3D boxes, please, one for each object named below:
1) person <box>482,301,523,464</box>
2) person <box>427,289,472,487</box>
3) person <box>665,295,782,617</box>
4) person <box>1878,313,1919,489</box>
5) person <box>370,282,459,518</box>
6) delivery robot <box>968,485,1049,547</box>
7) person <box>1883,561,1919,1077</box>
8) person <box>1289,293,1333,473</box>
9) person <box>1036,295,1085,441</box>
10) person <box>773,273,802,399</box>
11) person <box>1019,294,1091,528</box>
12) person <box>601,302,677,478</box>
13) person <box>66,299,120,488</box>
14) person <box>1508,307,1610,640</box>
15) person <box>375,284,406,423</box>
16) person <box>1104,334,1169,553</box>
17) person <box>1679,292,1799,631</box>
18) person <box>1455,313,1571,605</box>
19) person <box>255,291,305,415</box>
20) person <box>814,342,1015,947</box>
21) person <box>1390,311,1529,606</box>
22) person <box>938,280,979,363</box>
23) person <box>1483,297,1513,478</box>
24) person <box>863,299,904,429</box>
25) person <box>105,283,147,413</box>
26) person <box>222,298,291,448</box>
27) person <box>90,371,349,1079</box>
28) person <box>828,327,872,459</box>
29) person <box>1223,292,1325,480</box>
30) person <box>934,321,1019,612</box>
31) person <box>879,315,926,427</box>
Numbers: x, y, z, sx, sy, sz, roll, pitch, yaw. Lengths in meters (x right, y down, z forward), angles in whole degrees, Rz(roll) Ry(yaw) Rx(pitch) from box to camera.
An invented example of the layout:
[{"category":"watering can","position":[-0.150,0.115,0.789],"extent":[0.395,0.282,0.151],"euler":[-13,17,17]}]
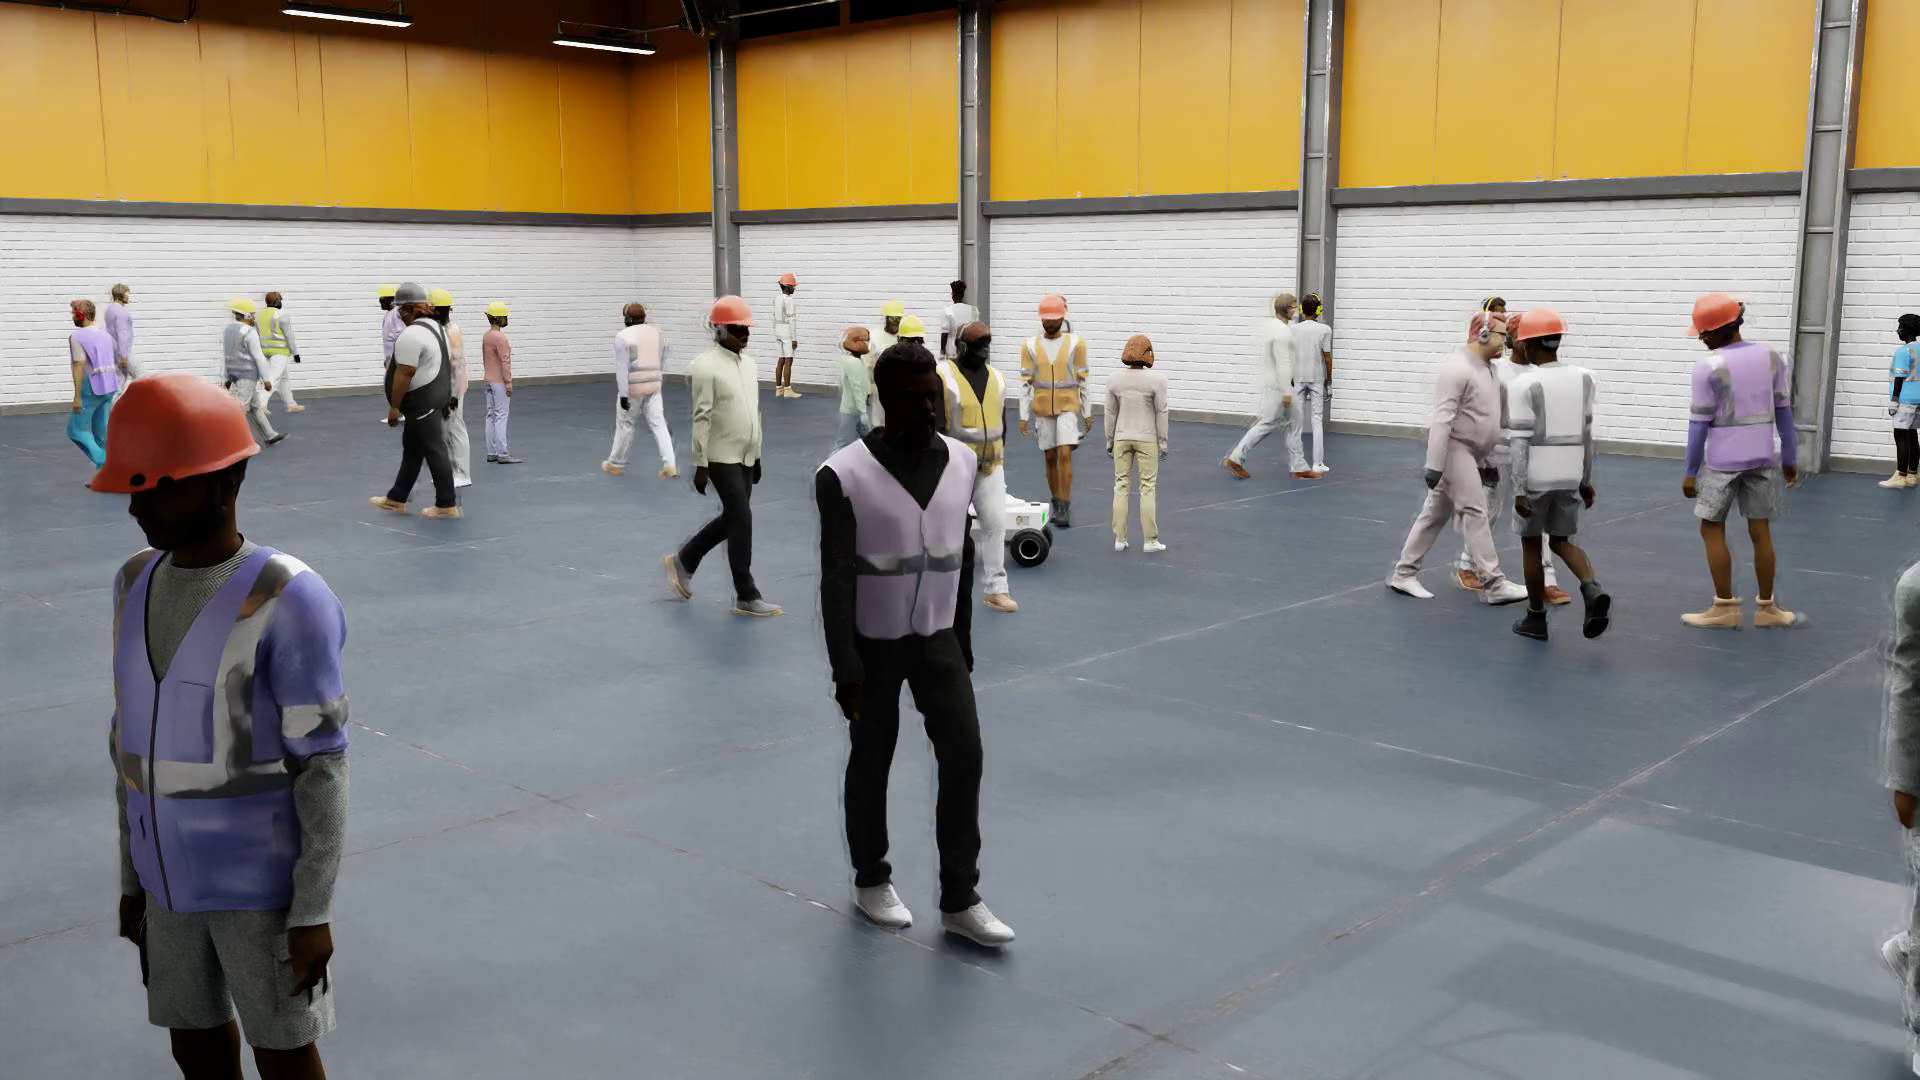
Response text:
[{"category":"person","position":[-5.027,-1.714,18.164],"extent":[0.315,1.769,0.525],"euler":[-8,12,-39]},{"category":"person","position":[-4.983,-1.467,16.154],"extent":[0.388,1.926,0.590],"euler":[-5,11,-28]},{"category":"person","position":[-1.493,-0.526,10.294],"extent":[0.865,1.970,0.623],"euler":[4,10,25]},{"category":"person","position":[9.173,-1.343,16.120],"extent":[0.532,1.694,0.319],"euler":[-8,12,-39]},{"category":"person","position":[-4.713,-1.193,14.124],"extent":[0.928,2.000,0.710],"euler":[0,9,2]},{"category":"delivery robot","position":[0.286,-0.156,12.026],"extent":[0.707,0.478,0.477],"euler":[1,9,6]},{"category":"person","position":[2.589,0.568,4.276],"extent":[0.496,1.725,0.440],"euler":[-1,9,-7]},{"category":"person","position":[3.634,-1.628,17.320],"extent":[0.511,1.872,0.329],"euler":[4,10,25]},{"category":"person","position":[1.218,-2.073,20.275],"extent":[0.533,1.791,0.952],"euler":[-7,12,-37]},{"category":"person","position":[-2.823,-3.334,27.249],"extent":[0.393,2.041,0.613],"euler":[-6,11,-33]},{"category":"person","position":[0.761,-1.051,13.650],"extent":[0.582,1.904,0.821],"euler":[2,9,12]},{"category":"person","position":[-3.270,-1.524,16.956],"extent":[1.001,1.785,0.628],"euler":[9,13,42]},{"category":"person","position":[-8.352,-1.396,16.007],"extent":[0.448,1.827,0.608],"euler":[1,9,5]},{"category":"person","position":[3.337,-0.341,9.299],"extent":[0.580,1.908,0.649],"euler":[-2,10,-13]},{"category":"person","position":[-7.792,-2.550,22.844],"extent":[0.425,1.908,0.605],"euler":[-6,11,-33]},{"category":"person","position":[1.325,-0.722,12.479],"extent":[0.500,1.634,0.286],"euler":[5,10,28]},{"category":"person","position":[4.616,-0.452,9.783],"extent":[0.789,1.997,0.419],"euler":[-2,9,-13]},{"category":"person","position":[3.574,-0.538,10.744],"extent":[0.631,1.858,0.878],"euler":[-2,10,-14]},{"category":"person","position":[-10.044,-2.739,24.362],"extent":[0.624,1.803,0.946],"euler":[6,11,33]},{"category":"person","position":[-0.124,0.340,5.162],"extent":[0.634,1.887,0.797],"euler":[-6,11,-34]},{"category":"person","position":[3.192,-0.512,10.539],"extent":[0.944,1.854,0.663],"euler":[5,11,29]},{"category":"person","position":[-0.018,-2.625,23.134],"extent":[0.603,1.967,0.366],"euler":[-4,10,-26]},{"category":"person","position":[5.390,-1.508,16.729],"extent":[0.572,1.818,0.939],"euler":[-7,12,-37]},{"category":"person","position":[-0.729,-1.579,17.186],"extent":[0.601,1.814,0.682],"euler":[-2,10,-14]},{"category":"person","position":[-11.259,-2.512,22.578],"extent":[0.714,1.917,0.664],"euler":[-8,12,-42]},{"category":"person","position":[-8.272,-1.923,19.389],"extent":[0.620,1.777,0.943],"euler":[8,12,39]},{"category":"person","position":[-1.425,0.644,3.193],"extent":[0.543,1.934,0.368],"euler":[4,10,23]},{"category":"person","position":[-0.917,-1.160,15.314],"extent":[0.870,1.584,0.524],"euler":[1,9,4]},{"category":"person","position":[3.140,-1.528,16.636],"extent":[0.989,1.902,0.644],"euler":[2,9,9]},{"category":"person","position":[0.017,-0.483,10.502],"extent":[0.623,1.809,0.902],"euler":[-5,11,-29]},{"category":"person","position":[-0.373,-0.835,12.776],"extent":[0.533,1.767,0.326],"euler":[-6,11,-32]}]
